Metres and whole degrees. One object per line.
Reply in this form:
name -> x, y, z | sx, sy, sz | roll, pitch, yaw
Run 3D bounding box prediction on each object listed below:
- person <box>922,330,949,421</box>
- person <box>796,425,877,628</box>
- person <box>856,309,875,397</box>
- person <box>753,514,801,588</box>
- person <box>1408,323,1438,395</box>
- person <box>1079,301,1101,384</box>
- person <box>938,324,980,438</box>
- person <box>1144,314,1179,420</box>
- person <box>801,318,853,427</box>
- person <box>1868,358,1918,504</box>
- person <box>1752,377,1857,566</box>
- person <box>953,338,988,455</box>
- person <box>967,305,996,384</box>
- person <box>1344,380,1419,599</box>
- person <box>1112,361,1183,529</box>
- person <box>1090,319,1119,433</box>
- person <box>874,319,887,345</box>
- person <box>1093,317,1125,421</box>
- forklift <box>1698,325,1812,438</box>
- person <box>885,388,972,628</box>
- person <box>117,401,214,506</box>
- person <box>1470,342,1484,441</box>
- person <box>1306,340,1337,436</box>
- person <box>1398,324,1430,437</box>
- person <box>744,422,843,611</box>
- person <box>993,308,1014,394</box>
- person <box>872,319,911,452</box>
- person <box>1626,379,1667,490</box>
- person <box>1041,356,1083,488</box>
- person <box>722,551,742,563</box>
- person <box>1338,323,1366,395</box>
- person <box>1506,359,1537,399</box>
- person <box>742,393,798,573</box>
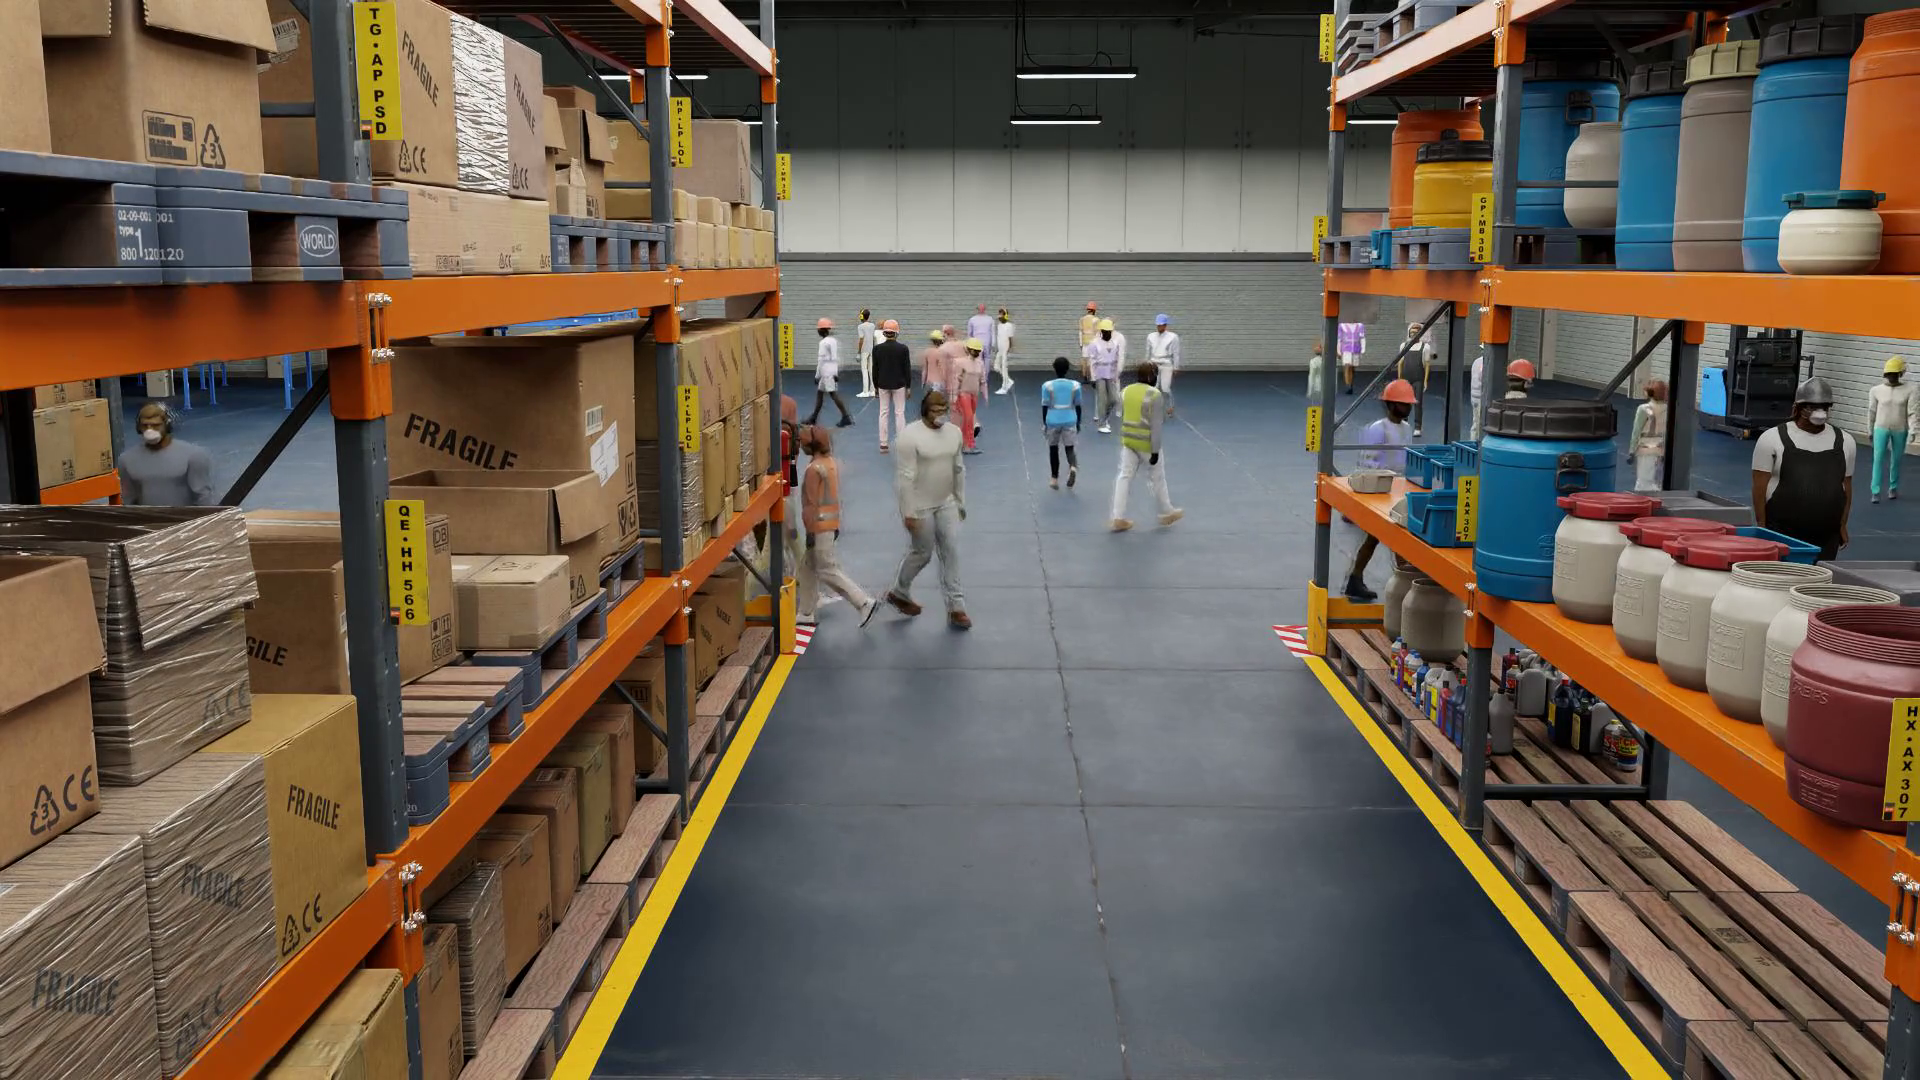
person -> -0.364, -2.650, 27.866 | 0.931, 1.715, 0.543 | -9, 13, -43
person -> -1.018, -0.100, 12.935 | 0.731, 1.606, 0.524 | 2, 10, 9
person -> -2.011, -3.983, 35.412 | 0.328, 1.874, 0.517 | 8, 12, 38
person -> -1.824, -0.472, 14.100 | 1.088, 1.961, 0.657 | -4, 10, -20
person -> 10.033, -4.033, 35.880 | 0.630, 1.821, 0.700 | -4, 10, -24
person -> 3.085, -4.649, 39.201 | 0.551, 1.934, 0.373 | 6, 11, 33
person -> -0.054, -2.462, 26.279 | 0.579, 1.880, 0.661 | 7, 12, 38
person -> 3.620, -3.108, 30.005 | 0.621, 1.930, 0.431 | 6, 11, 31
person -> -2.301, -2.913, 28.962 | 0.983, 1.892, 0.560 | 2, 10, 15
person -> 11.163, -1.323, 19.931 | 0.529, 1.721, 0.894 | 5, 11, 29
person -> 6.033, -0.118, 11.877 | 0.682, 2.000, 0.537 | 1, 10, 8
person -> 0.211, -2.121, 24.662 | 0.539, 1.720, 0.829 | -8, 12, -39
person -> 0.506, -4.641, 39.420 | 0.668, 1.850, 1.025 | 0, 9, -2
person -> 3.634, -0.390, 13.848 | 0.978, 1.882, 0.567 | 9, 13, 42
person -> 1.996, -1.021, 17.901 | 0.957, 1.793, 0.639 | -8, 12, -40
person -> 2.434, -2.755, 27.929 | 0.595, 1.912, 0.439 | -5, 11, -26
person -> -1.717, -4.064, 36.681 | 0.529, 1.610, 0.759 | 0, 9, 3
person -> 2.703, -3.123, 30.235 | 0.646, 1.883, 0.838 | 4, 10, 24
forklift -> 13.248, -3.165, 27.620 | 1.129, 2.768, 1.873 | 0, 9, 1
person -> -0.262, -0.276, 13.160 | 0.690, 1.899, 0.822 | -8, 13, -41
person -> -5.540, -0.038, 11.708 | 0.642, 1.911, 0.944 | -1, 10, -8
person -> 7.327, -1.915, 23.178 | 0.403, 1.824, 0.596 | -1, 10, -6
person -> 5.792, -2.387, 26.605 | 0.504, 1.623, 0.410 | -5, 11, -30
person -> 7.466, -2.635, 27.410 | 0.504, 1.847, 0.344 | 5, 11, 27
person -> -1.438, -0.175, 13.477 | 0.878, 1.572, 0.546 | -1, 10, -8
person -> 0.953, -4.109, 36.201 | 0.438, 1.856, 0.550 | -7, 12, -35
person -> -1.021, -2.318, 25.062 | 0.608, 1.997, 0.375 | 2, 10, 15
person -> 7.451, -0.923, 17.847 | 0.515, 1.615, 0.755 | -7, 12, -35
person -> 1.291, -1.469, 20.926 | 0.538, 1.678, 0.650 | -1, 10, -8
person -> -2.244, -0.619, 15.334 | 0.583, 1.861, 0.811 | 5, 11, 28
person -> 8.461, -4.073, 35.895 | 0.555, 1.877, 1.024 | 0, 9, 1
person -> 5.041, -0.670, 15.276 | 0.638, 1.978, 0.622 | -8, 12, -39
person -> -1.789, -0.689, 15.320 | 0.612, 1.991, 0.392 | -2, 10, -10
